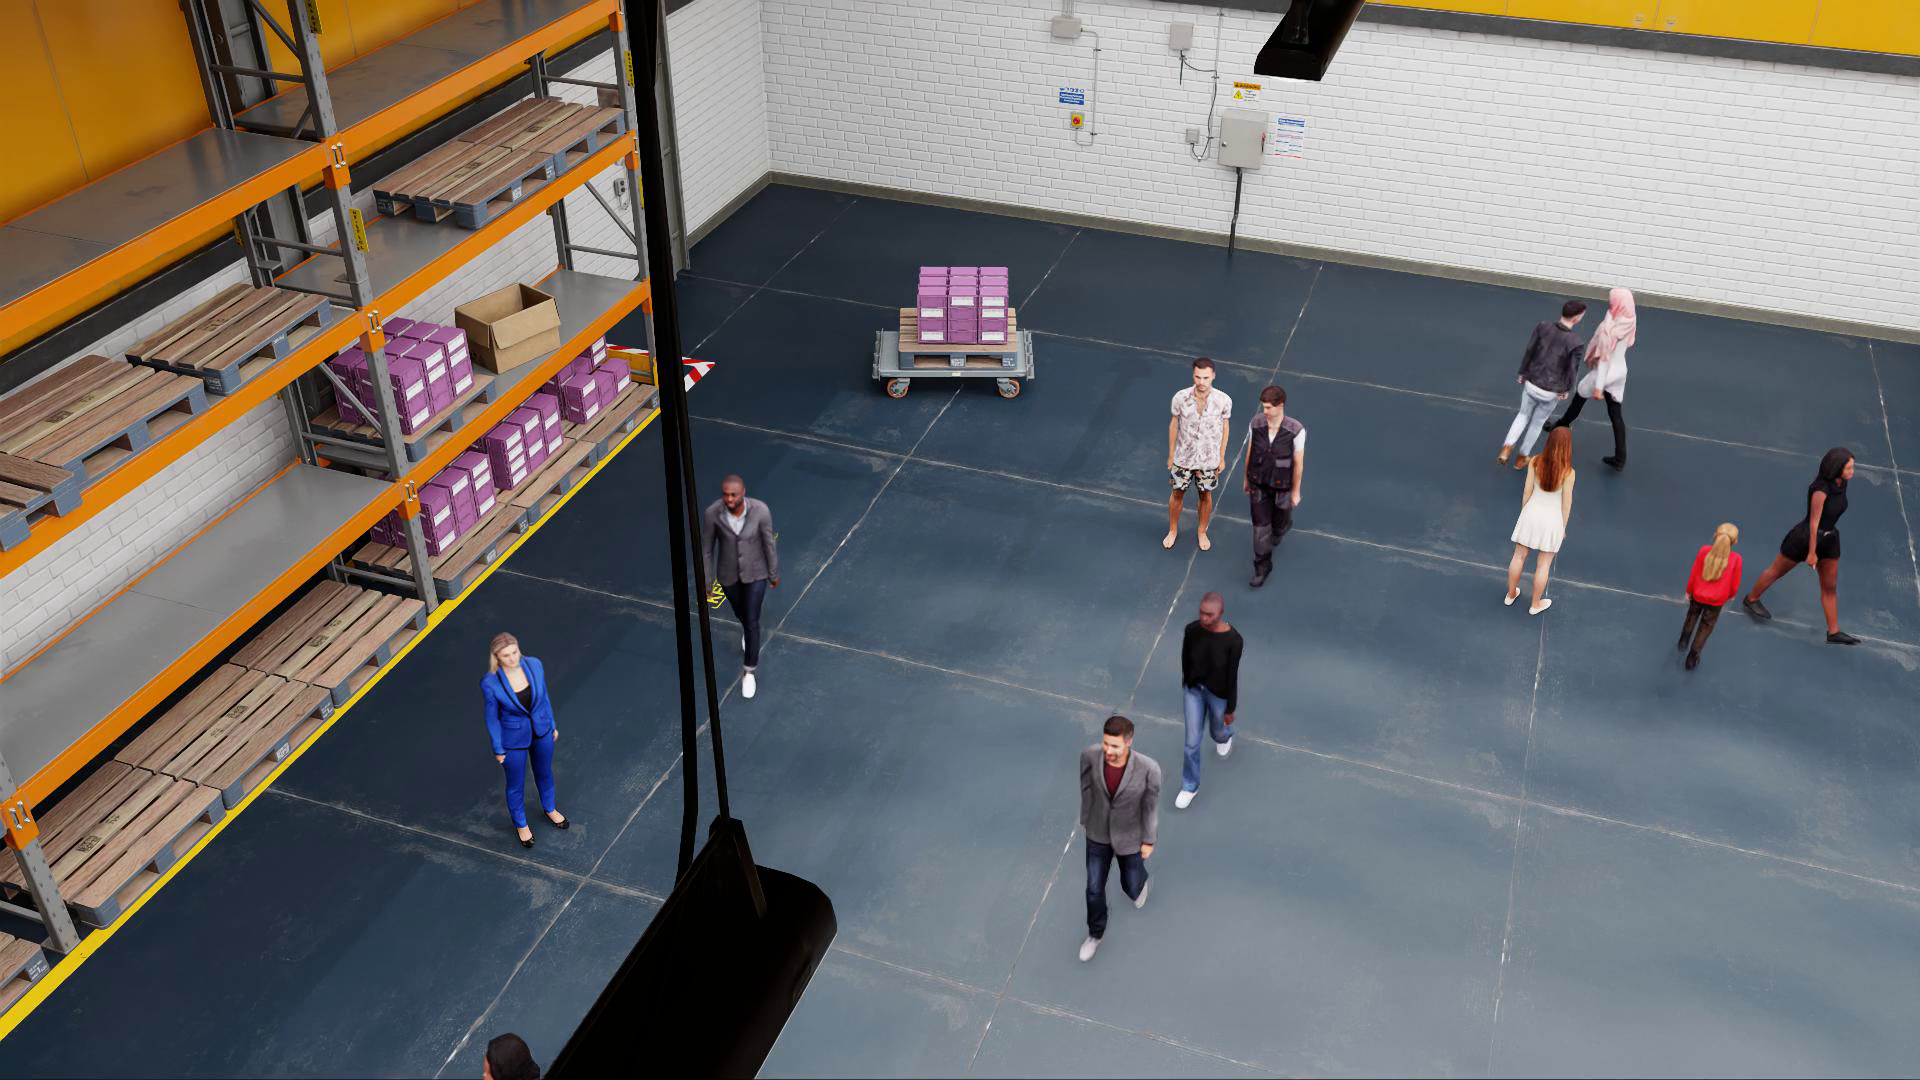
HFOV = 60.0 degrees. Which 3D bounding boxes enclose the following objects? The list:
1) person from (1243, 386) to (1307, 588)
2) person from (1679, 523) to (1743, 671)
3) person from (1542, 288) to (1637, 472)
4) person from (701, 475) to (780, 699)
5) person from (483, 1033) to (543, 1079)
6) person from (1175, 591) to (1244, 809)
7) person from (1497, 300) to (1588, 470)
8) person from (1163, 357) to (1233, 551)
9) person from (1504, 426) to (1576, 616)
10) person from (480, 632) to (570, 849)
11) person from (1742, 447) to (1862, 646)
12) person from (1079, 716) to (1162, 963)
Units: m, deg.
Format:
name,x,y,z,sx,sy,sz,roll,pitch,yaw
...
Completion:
name,x,y,z,sx,sy,sz,roll,pitch,yaw
person,2.648,-0.511,13.992,0.712,1.815,1.016,13,36,19
person,5.852,0.464,13.020,0.606,1.269,0.715,25,41,32
person,6.087,-1.450,15.478,1.248,1.735,1.213,-18,38,-25
person,-1.683,0.232,12.914,0.968,1.772,1.253,2,34,3
person,-2.191,3.099,8.780,1.136,1.574,1.012,-19,38,-26
person,1.790,1.051,11.721,0.663,1.728,1.037,16,37,22
person,5.343,-1.374,15.294,0.847,1.813,0.918,23,40,30
person,2.043,-0.764,14.373,0.709,1.816,0.639,4,34,6
person,4.751,-0.171,13.575,0.626,1.712,0.635,26,41,33
person,-2.972,1.329,11.327,0.646,1.700,0.767,-26,42,-34
person,6.722,0.010,13.329,1.190,1.682,1.102,-23,40,-30
person,1.016,1.801,10.478,0.697,1.856,0.975,13,36,18
